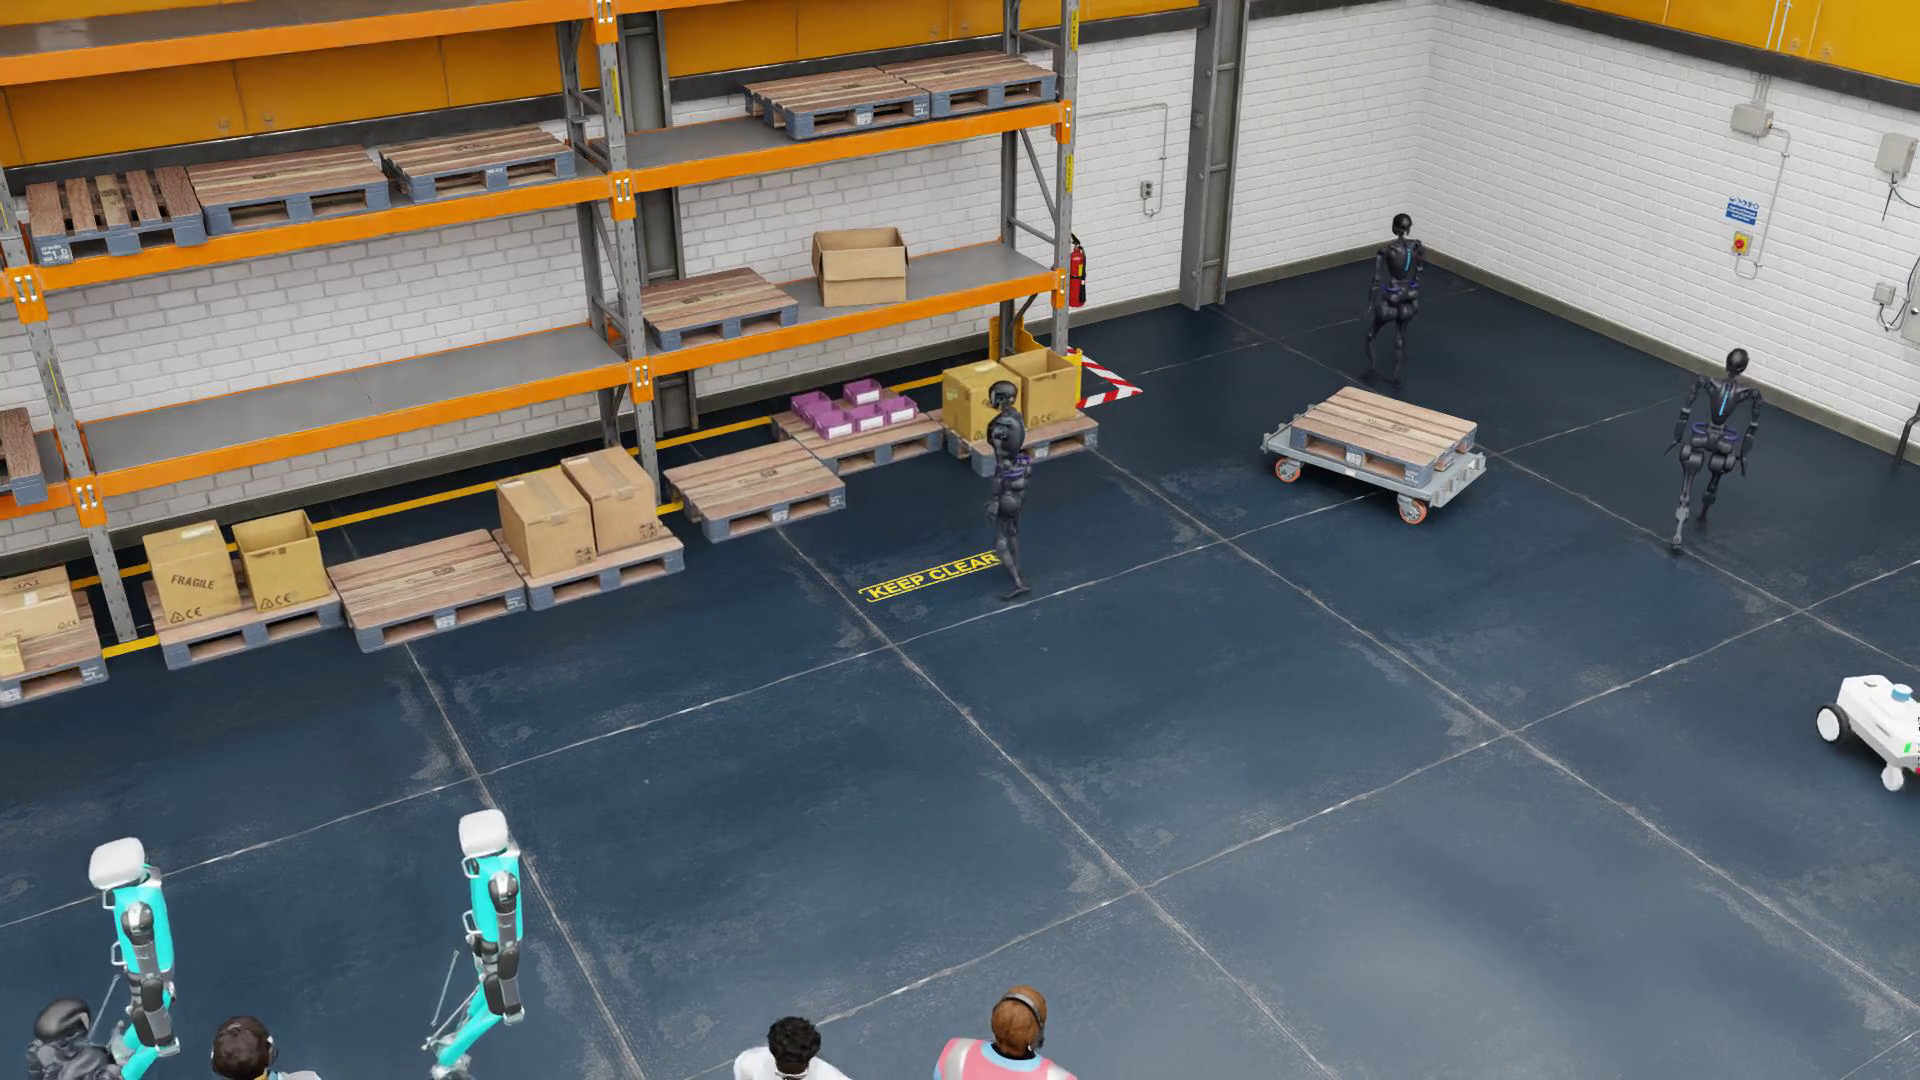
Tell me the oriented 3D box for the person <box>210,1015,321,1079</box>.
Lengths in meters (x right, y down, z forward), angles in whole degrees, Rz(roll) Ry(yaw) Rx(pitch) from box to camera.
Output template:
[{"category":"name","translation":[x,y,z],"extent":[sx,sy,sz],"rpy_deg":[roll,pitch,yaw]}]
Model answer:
[{"category":"person","translation":[-2.683,2.653,6.642],"extent":[0.547,1.877,0.406],"rpy_deg":[-18,34,-29]}]

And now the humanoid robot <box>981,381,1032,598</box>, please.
[{"category":"humanoid robot","translation":[0.386,-0.398,12.247],"extent":[0.390,1.640,0.589],"rpy_deg":[7,30,12]}]

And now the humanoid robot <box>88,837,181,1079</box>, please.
[{"category":"humanoid robot","translation":[-3.881,2.217,7.637],"extent":[0.718,1.864,0.534],"rpy_deg":[-13,32,-22]}]

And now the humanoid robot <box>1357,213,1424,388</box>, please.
[{"category":"humanoid robot","translation":[4.048,-2.245,15.516],"extent":[0.603,1.643,0.446],"rpy_deg":[-11,31,-19]}]

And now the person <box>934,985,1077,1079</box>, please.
[{"category":"person","translation":[0.210,2.565,6.853],"extent":[0.628,1.835,0.431],"rpy_deg":[11,31,18]}]

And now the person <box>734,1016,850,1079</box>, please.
[{"category":"person","translation":[-0.687,2.574,6.982],"extent":[0.561,1.670,0.401],"rpy_deg":[9,31,16]}]

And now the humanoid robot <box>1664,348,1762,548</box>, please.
[{"category":"humanoid robot","translation":[5.807,-0.717,12.888],"extent":[0.610,1.644,0.791],"rpy_deg":[13,32,21]}]

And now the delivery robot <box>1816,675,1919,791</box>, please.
[{"category":"delivery robot","translation":[5.915,1.186,10.575],"extent":[0.499,0.586,0.772],"rpy_deg":[-5,30,-9]}]

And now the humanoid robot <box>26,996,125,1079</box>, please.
[{"category":"humanoid robot","translation":[-3.613,2.559,7.013],"extent":[0.598,1.656,0.322],"rpy_deg":[9,31,16]}]

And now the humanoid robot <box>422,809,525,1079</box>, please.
[{"category":"humanoid robot","translation":[-2.342,2.138,7.816],"extent":[0.731,1.895,0.538],"rpy_deg":[-14,32,-23]}]
